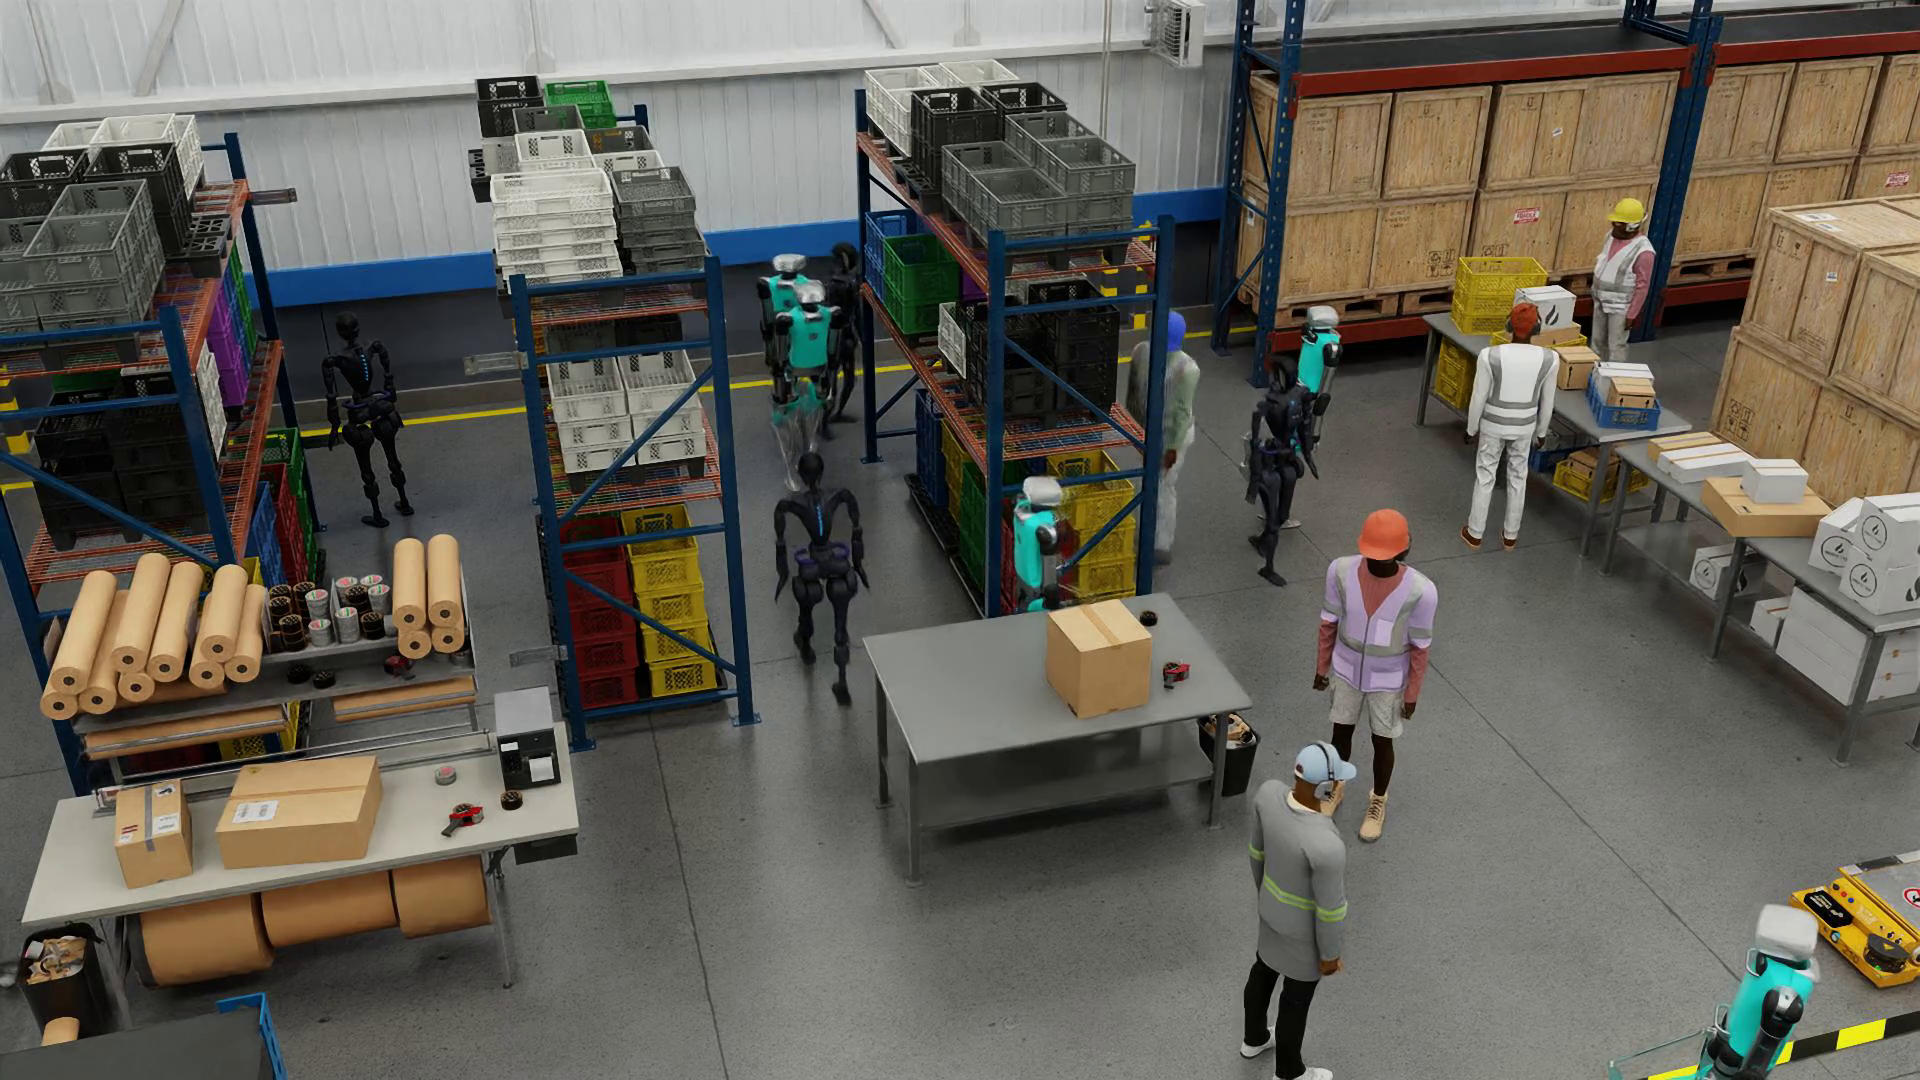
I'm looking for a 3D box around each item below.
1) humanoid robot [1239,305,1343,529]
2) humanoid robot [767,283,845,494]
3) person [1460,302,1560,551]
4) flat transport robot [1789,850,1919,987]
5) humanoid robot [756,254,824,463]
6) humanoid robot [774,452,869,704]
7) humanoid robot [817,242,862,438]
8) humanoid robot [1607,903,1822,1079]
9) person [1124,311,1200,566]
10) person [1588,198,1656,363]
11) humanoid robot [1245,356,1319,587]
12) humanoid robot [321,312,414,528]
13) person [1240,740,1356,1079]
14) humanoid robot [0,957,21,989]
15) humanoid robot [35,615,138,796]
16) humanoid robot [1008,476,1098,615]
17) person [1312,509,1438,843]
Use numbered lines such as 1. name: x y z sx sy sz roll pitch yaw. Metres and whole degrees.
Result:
1. humanoid robot: 2.338 -0.872 12.121 0.734 1.690 0.531 -5 29 -10
2. humanoid robot: -1.233 -1.188 12.829 0.561 1.795 0.752 -12 31 -21
3. person: 3.924 -0.799 11.935 0.578 1.884 0.343 3 29 6
4. flat transport robot: 5.163 1.916 8.676 1.431 0.231 0.659 -8 30 -14
5. humanoid robot: -1.273 -1.505 13.349 0.537 1.773 0.670 5 29 10
6. humanoid robot: -0.871 0.171 10.418 0.602 1.626 0.757 -7 30 -13
7. humanoid robot: -0.998 -1.671 13.747 0.373 1.640 0.616 13 31 22
8. humanoid robot: 2.889 2.106 6.665 0.735 1.677 0.533 13 31 22
9. person: 1.394 -0.773 11.862 0.485 1.910 0.639 -16 33 -27
10. person: 5.598 -2.034 14.242 0.404 1.828 0.591 -7 30 -13
11. humanoid robot: 2.255 -0.523 11.683 0.612 1.652 0.602 -18 33 -29
12. humanoid robot: -4.406 -0.901 12.328 0.315 1.653 0.599 23 36 35
13. person: 1.526 1.680 7.464 0.388 1.850 0.587 -13 32 -23
14. humanoid robot: -4.823 1.663 7.658 0.540 1.751 1.034 8 30 14
15. humanoid robot: -4.491 1.139 8.660 0.607 1.639 0.607 -22 35 -34
16. humanoid robot: 0.727 0.380 9.972 0.978 1.773 0.530 -10 30 -18
17. person: 2.202 0.734 9.002 0.605 2.035 0.406 17 33 28
